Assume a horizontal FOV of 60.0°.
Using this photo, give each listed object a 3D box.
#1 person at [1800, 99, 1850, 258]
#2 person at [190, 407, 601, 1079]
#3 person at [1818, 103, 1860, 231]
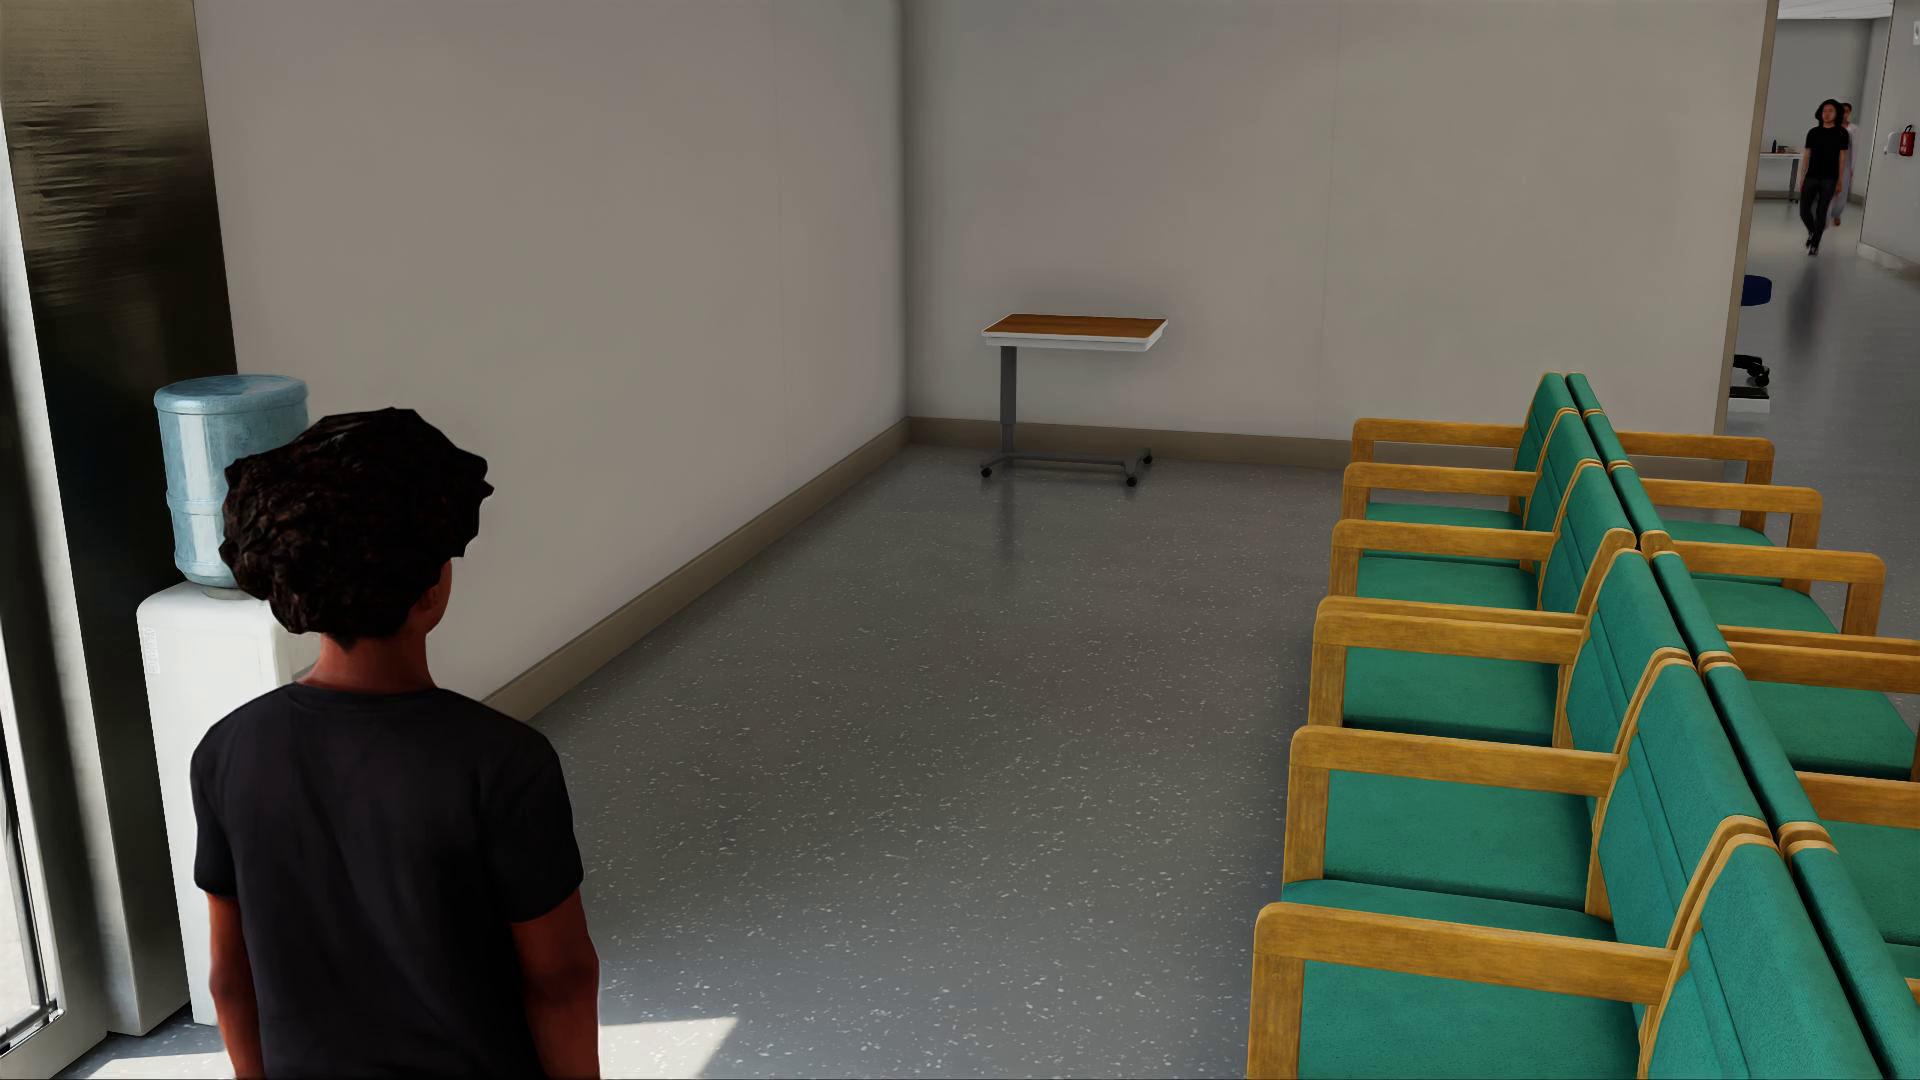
[{"bbox_3d":[10.282,-4.308,19.797,0.915,1.818,0.894,12,20,37],"label":"person"},{"bbox_3d":[-0.677,0.716,2.067,0.534,1.781,0.719,2,16,6],"label":"person"},{"bbox_3d":[12.139,-5.178,23.080,0.786,1.723,0.803,9,18,28],"label":"person"}]
